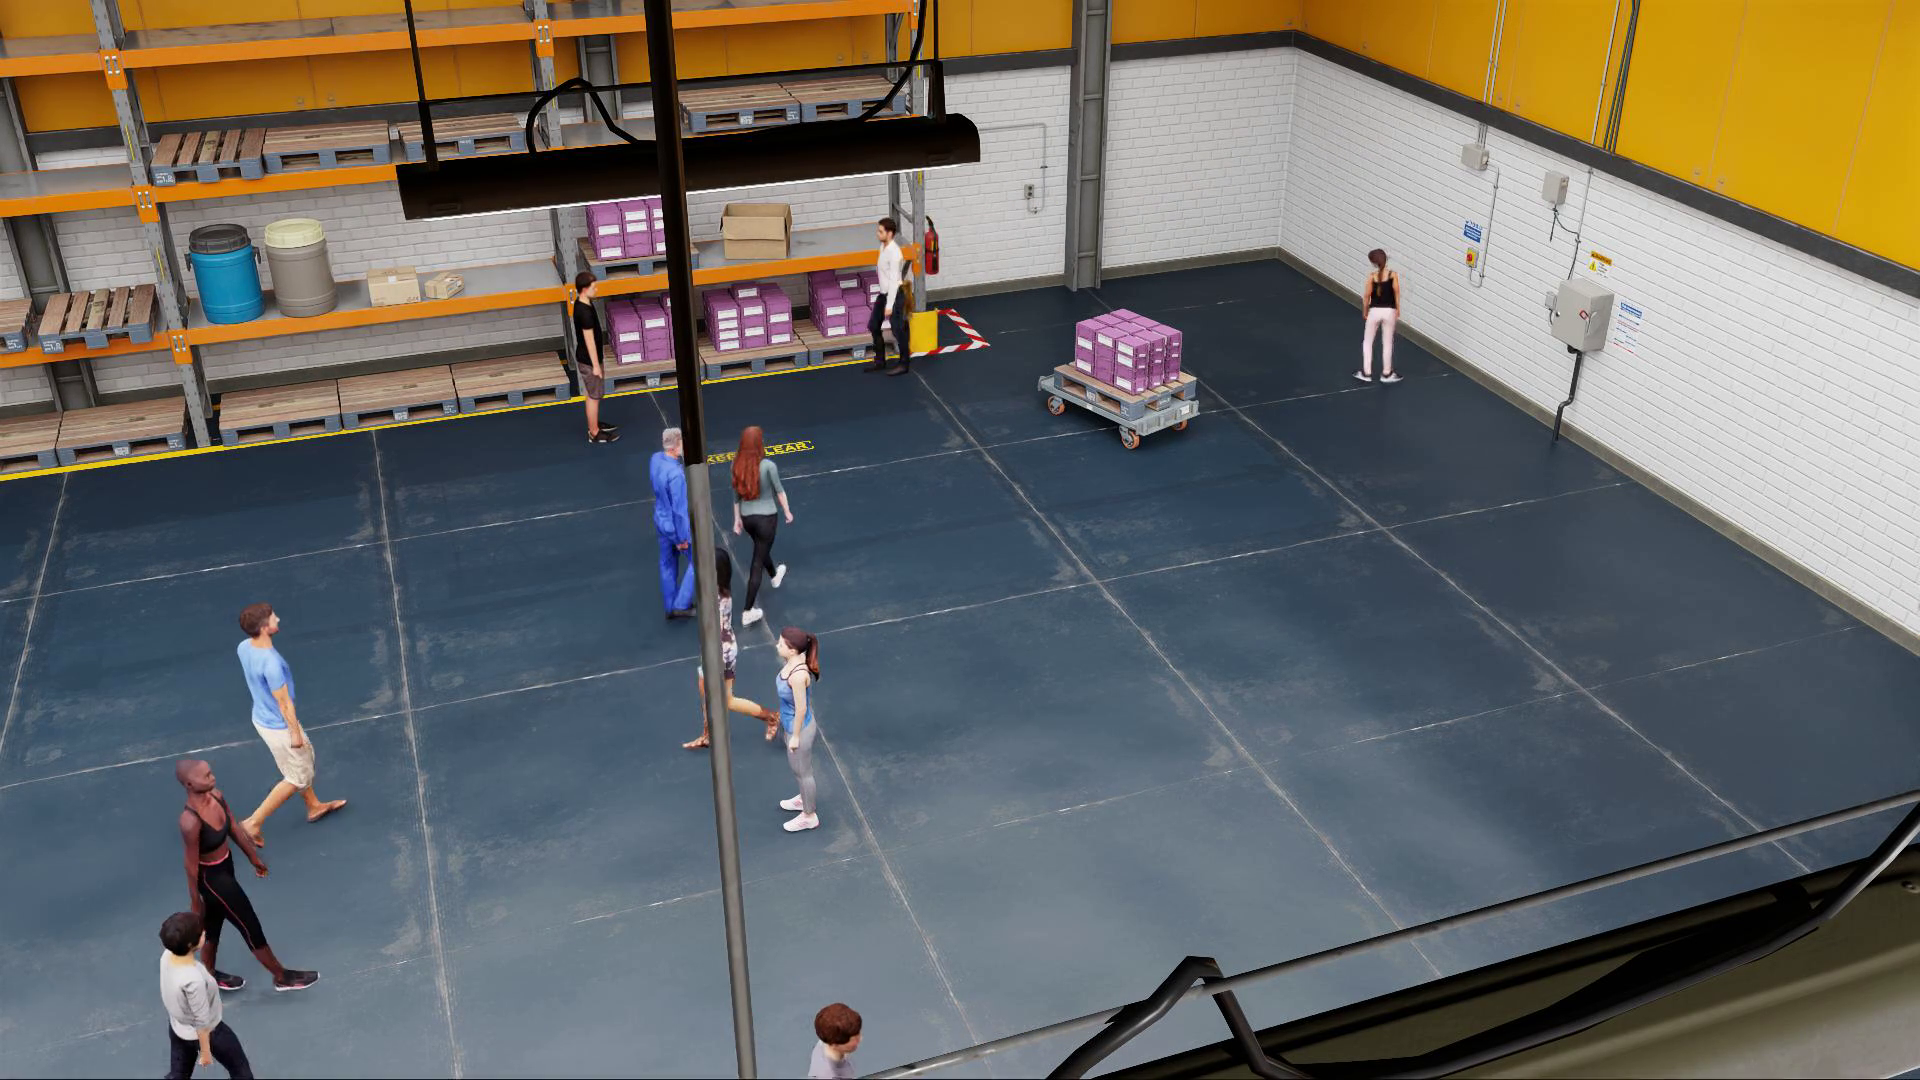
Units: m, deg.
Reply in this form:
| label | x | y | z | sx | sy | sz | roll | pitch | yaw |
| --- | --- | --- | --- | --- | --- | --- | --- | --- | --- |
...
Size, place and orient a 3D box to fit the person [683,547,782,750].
| label | x | y | z | sx | sy | sz | roll | pitch | yaw |
| --- | --- | --- | --- | --- | --- | --- | --- | --- | --- |
| person | -1.726 | 0.846 | 12.414 | 1.012 | 1.717 | 0.643 | -7 | 29 | -12 |

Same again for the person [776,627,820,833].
| label | x | y | z | sx | sy | sz | roll | pitch | yaw |
| --- | --- | --- | --- | --- | --- | --- | --- | --- | --- |
| person | -1.139 | 1.306 | 11.683 | 0.597 | 1.610 | 0.605 | -4 | 29 | -8 |

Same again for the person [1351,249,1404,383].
| label | x | y | z | sx | sy | sz | roll | pitch | yaw |
| --- | --- | --- | --- | --- | --- | --- | --- | --- | --- |
| person | 4.812 | -2.522 | 18.780 | 0.647 | 1.533 | 0.837 | 11 | 31 | 19 |

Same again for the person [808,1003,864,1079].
| label | x | y | z | sx | sy | sz | roll | pitch | yaw |
| --- | --- | --- | --- | --- | --- | --- | --- | --- | --- |
| person | -0.698 | 3.032 | 8.490 | 1.057 | 1.637 | 0.862 | 3 | 29 | 5 |

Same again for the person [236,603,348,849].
| label | x | y | z | sx | sy | sz | roll | pitch | yaw |
| --- | --- | --- | --- | --- | --- | --- | --- | --- | --- |
| person | -4.763 | 1.292 | 11.464 | 0.915 | 1.844 | 1.135 | 25 | 37 | 38 |

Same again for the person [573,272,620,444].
| label | x | y | z | sx | sy | sz | roll | pitch | yaw |
| --- | --- | --- | --- | --- | --- | --- | --- | --- | --- |
| person | -3.863 | -1.915 | 17.329 | 0.595 | 1.857 | 0.678 | -8 | 30 | -14 |

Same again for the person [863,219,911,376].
| label | x | y | z | sx | sy | sz | roll | pitch | yaw |
| --- | --- | --- | --- | --- | --- | --- | --- | --- | --- |
| person | -0.699 | -2.749 | 18.860 | 0.749 | 1.856 | 0.707 | -12 | 31 | -20 |

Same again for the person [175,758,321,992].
| label | x | y | z | sx | sy | sz | roll | pitch | yaw |
| --- | --- | --- | --- | --- | --- | --- | --- | --- | --- |
| person | -4.630 | 2.072 | 10.146 | 1.073 | 1.736 | 0.749 | -2 | 29 | -4 |

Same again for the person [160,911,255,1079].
| label | x | y | z | sx | sy | sz | roll | pitch | yaw |
| --- | --- | --- | --- | --- | --- | --- | --- | --- | --- |
| person | -4.279 | 2.728 | 9.165 | 0.904 | 1.525 | 1.090 | 19 | 34 | 30 |

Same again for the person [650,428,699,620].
| label | x | y | z | sx | sy | sz | roll | pitch | yaw |
| --- | --- | --- | --- | --- | --- | --- | --- | --- | --- |
| person | -2.456 | -0.092 | 14.033 | 0.800 | 1.813 | 0.821 | -24 | 37 | -37 |

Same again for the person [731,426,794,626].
| label | x | y | z | sx | sy | sz | roll | pitch | yaw |
| --- | --- | --- | --- | --- | --- | --- | --- | --- | --- |
| person | -1.738 | -0.088 | 14.155 | 1.133 | 1.689 | 1.152 | 11 | 30 | 19 |
